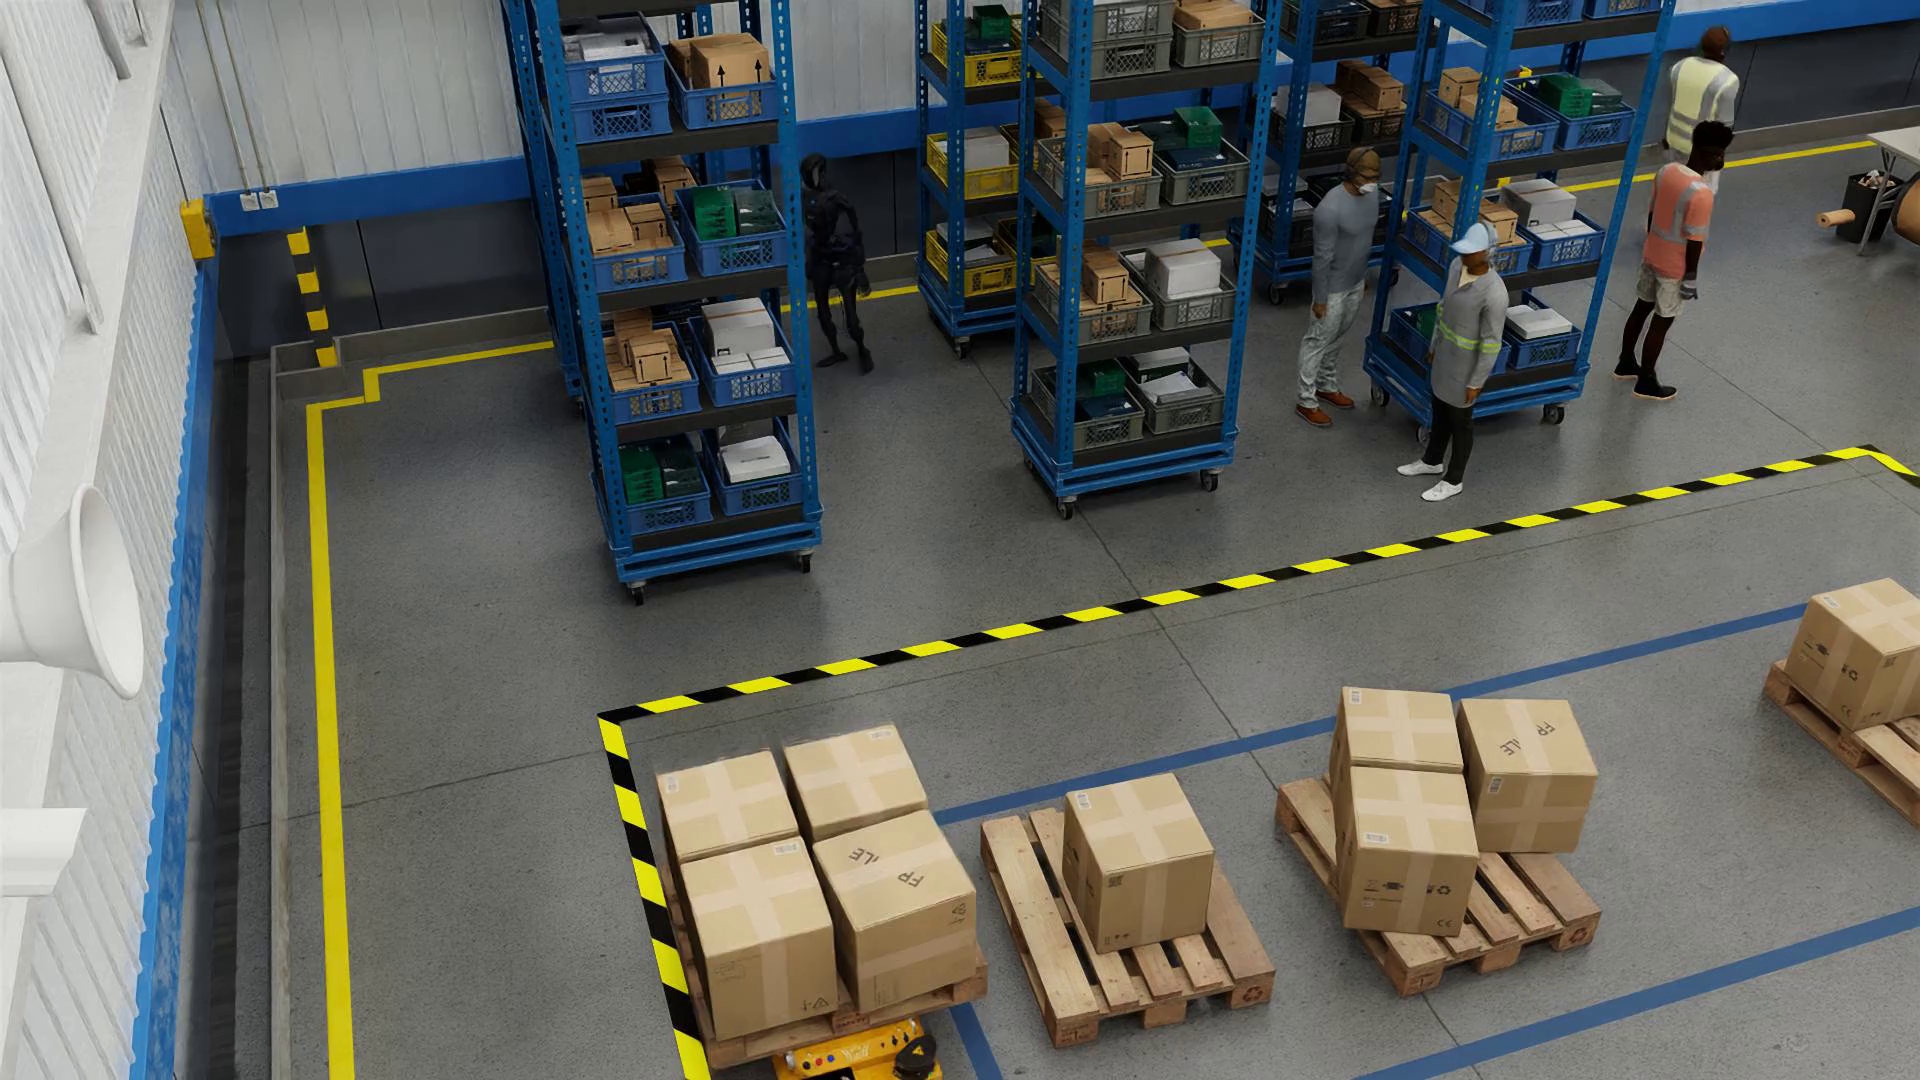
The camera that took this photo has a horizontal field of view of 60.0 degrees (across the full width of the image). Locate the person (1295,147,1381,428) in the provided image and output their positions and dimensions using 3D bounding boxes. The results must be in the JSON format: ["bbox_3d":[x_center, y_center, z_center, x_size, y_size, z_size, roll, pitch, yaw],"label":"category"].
[{"bbox_3d":[2.518,-1.687,11.005,0.372,1.934,0.626,28,44,33],"label":"person"}]

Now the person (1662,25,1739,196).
[{"bbox_3d":[5.801,-3.157,13.178,0.502,1.820,0.648,-14,38,-19],"label":"person"}]

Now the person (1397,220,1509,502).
[{"bbox_3d":[3.046,-1.102,10.244,0.382,1.851,0.596,-9,36,-12],"label":"person"}]

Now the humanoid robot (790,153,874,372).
[{"bbox_3d":[-0.879,-1.930,11.570,0.618,1.636,0.415,15,38,20],"label":"humanoid robot"}]

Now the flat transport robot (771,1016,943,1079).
[{"bbox_3d":[-0.606,1.881,7.364,0.652,0.197,1.431,-11,37,-15],"label":"flat transport robot"}]

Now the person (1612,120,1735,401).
[{"bbox_3d":[4.832,-1.894,11.276,0.383,1.958,0.600,-4,35,-6],"label":"person"}]
